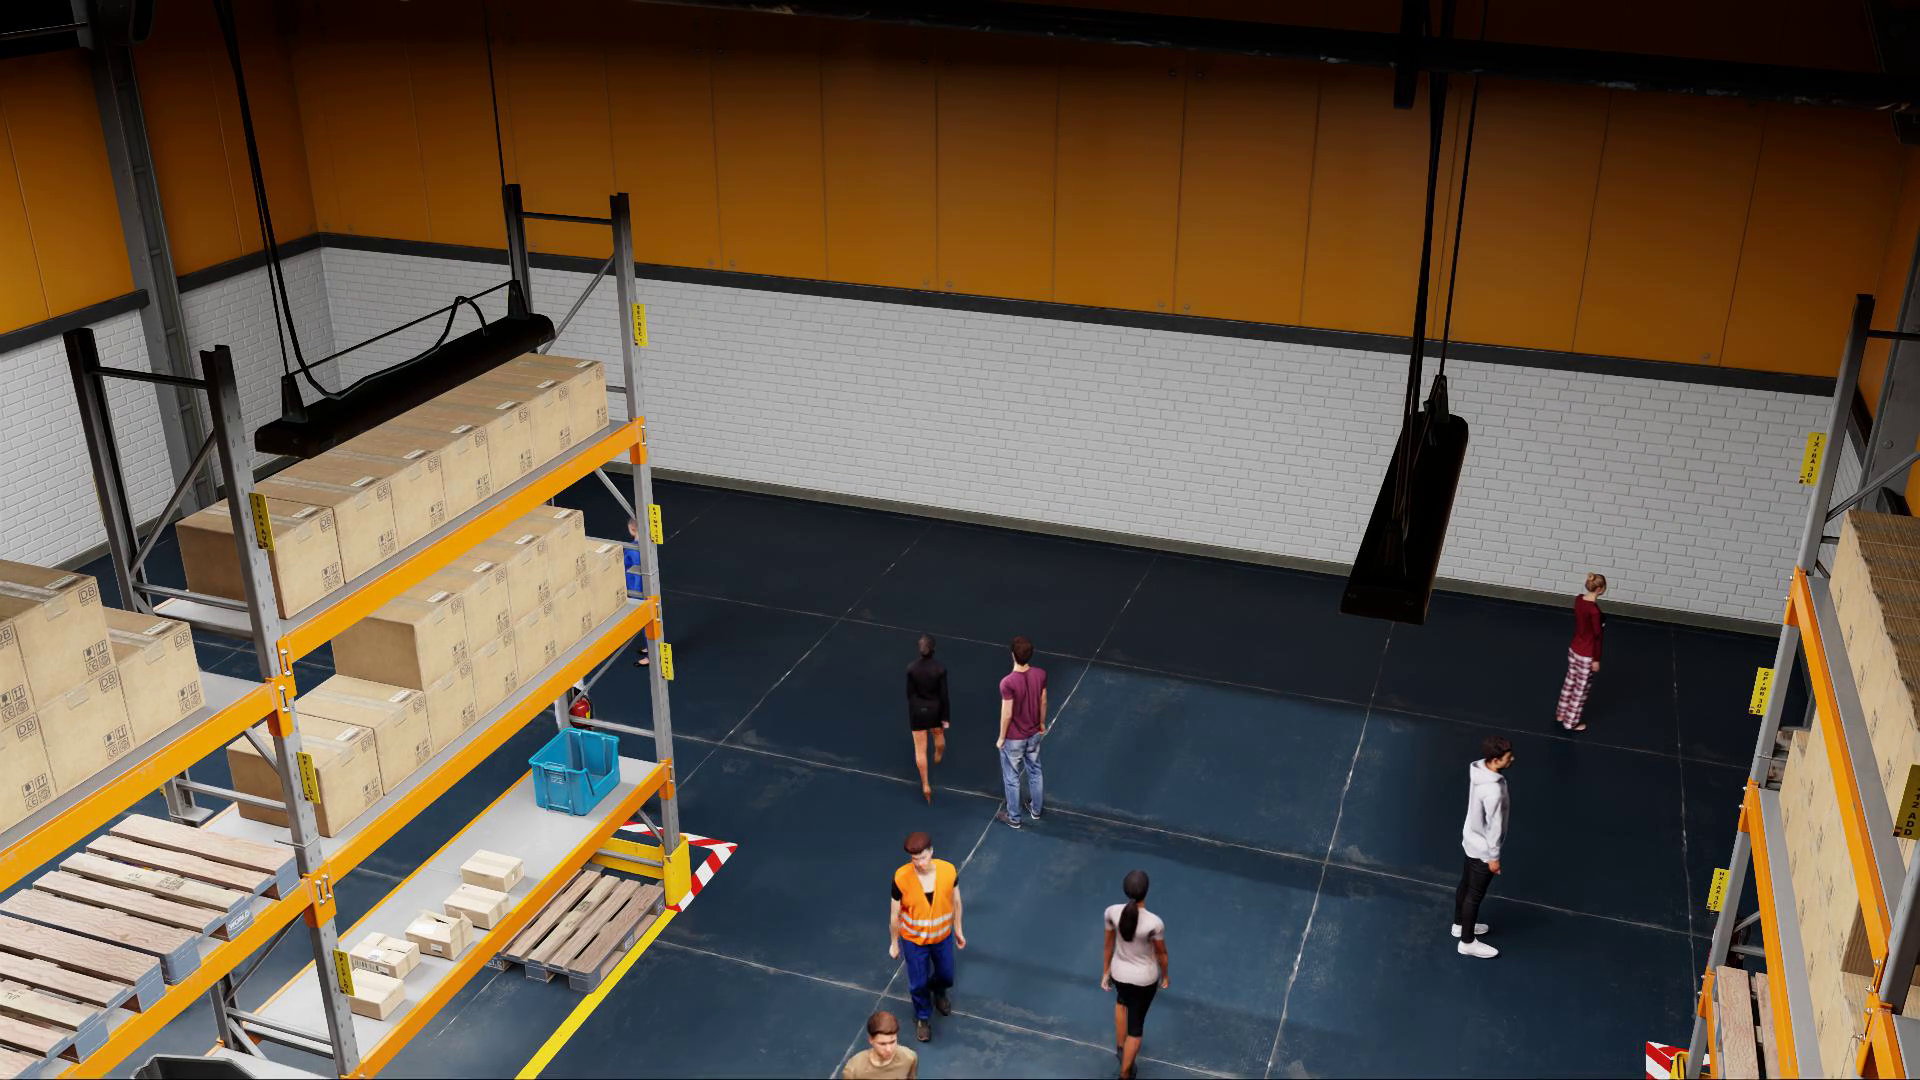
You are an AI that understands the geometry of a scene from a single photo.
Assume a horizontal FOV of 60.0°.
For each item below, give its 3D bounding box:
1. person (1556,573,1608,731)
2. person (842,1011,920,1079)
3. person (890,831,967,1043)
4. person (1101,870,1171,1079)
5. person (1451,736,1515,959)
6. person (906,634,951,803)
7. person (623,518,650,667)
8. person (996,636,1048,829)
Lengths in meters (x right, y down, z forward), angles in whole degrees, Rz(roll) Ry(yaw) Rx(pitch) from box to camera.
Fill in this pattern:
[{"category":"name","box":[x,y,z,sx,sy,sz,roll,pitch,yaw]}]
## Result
[{"category":"person","box":[6.231,1.101,16.604,0.732,1.700,0.592,-3,24,-6]},{"category":"person","box":[-0.527,3.700,10.487,1.021,1.838,1.119,-8,25,-18]},{"category":"person","box":[-0.244,2.892,12.314,0.944,1.855,1.018,-8,25,-18]},{"category":"person","box":[1.203,3.170,11.834,0.669,1.730,0.798,13,27,27]},{"category":"person","box":[4.171,2.418,13.303,0.803,1.931,0.643,1,24,3]},{"category":"person","box":[-0.305,1.683,15.387,0.796,1.608,1.054,0,24,0]},{"category":"person","box":[-3.402,0.533,17.903,0.747,1.700,0.602,0,24,0]},{"category":"person","box":[0.552,1.721,14.998,0.691,1.851,0.793,-15,28,-30]}]
